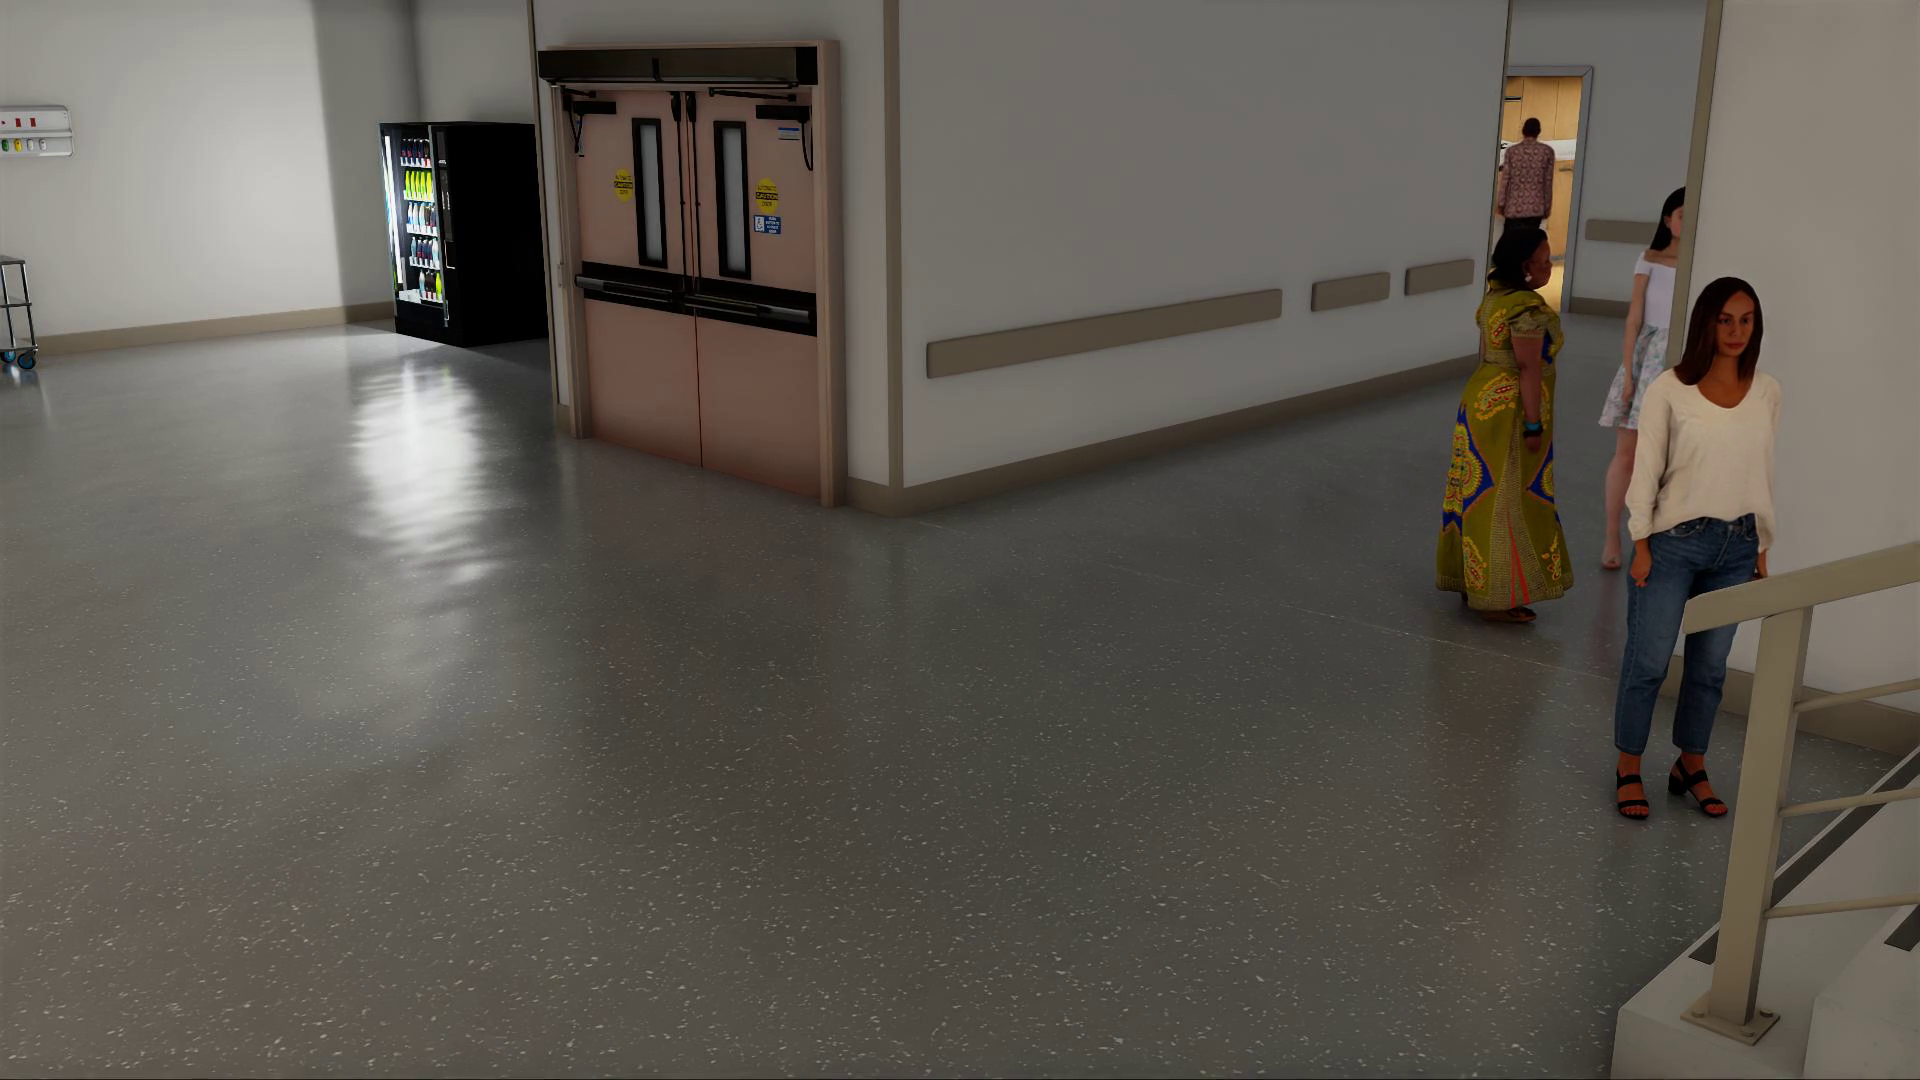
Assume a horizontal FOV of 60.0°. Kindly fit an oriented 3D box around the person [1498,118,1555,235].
[{"bbox_3d":[5.882,-3.454,17.281,0.871,1.793,0.933,4,16,15],"label":"person"}]

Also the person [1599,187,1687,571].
[{"bbox_3d":[3.208,-0.713,7.608,0.775,1.765,0.856,2,16,6],"label":"person"}]

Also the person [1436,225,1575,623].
[{"bbox_3d":[2.319,-0.501,7.049,1.061,1.660,0.990,-1,16,-3],"label":"person"}]

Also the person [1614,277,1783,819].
[{"bbox_3d":[2.268,0.028,5.134,0.692,1.682,0.740,-1,16,-3],"label":"person"}]
